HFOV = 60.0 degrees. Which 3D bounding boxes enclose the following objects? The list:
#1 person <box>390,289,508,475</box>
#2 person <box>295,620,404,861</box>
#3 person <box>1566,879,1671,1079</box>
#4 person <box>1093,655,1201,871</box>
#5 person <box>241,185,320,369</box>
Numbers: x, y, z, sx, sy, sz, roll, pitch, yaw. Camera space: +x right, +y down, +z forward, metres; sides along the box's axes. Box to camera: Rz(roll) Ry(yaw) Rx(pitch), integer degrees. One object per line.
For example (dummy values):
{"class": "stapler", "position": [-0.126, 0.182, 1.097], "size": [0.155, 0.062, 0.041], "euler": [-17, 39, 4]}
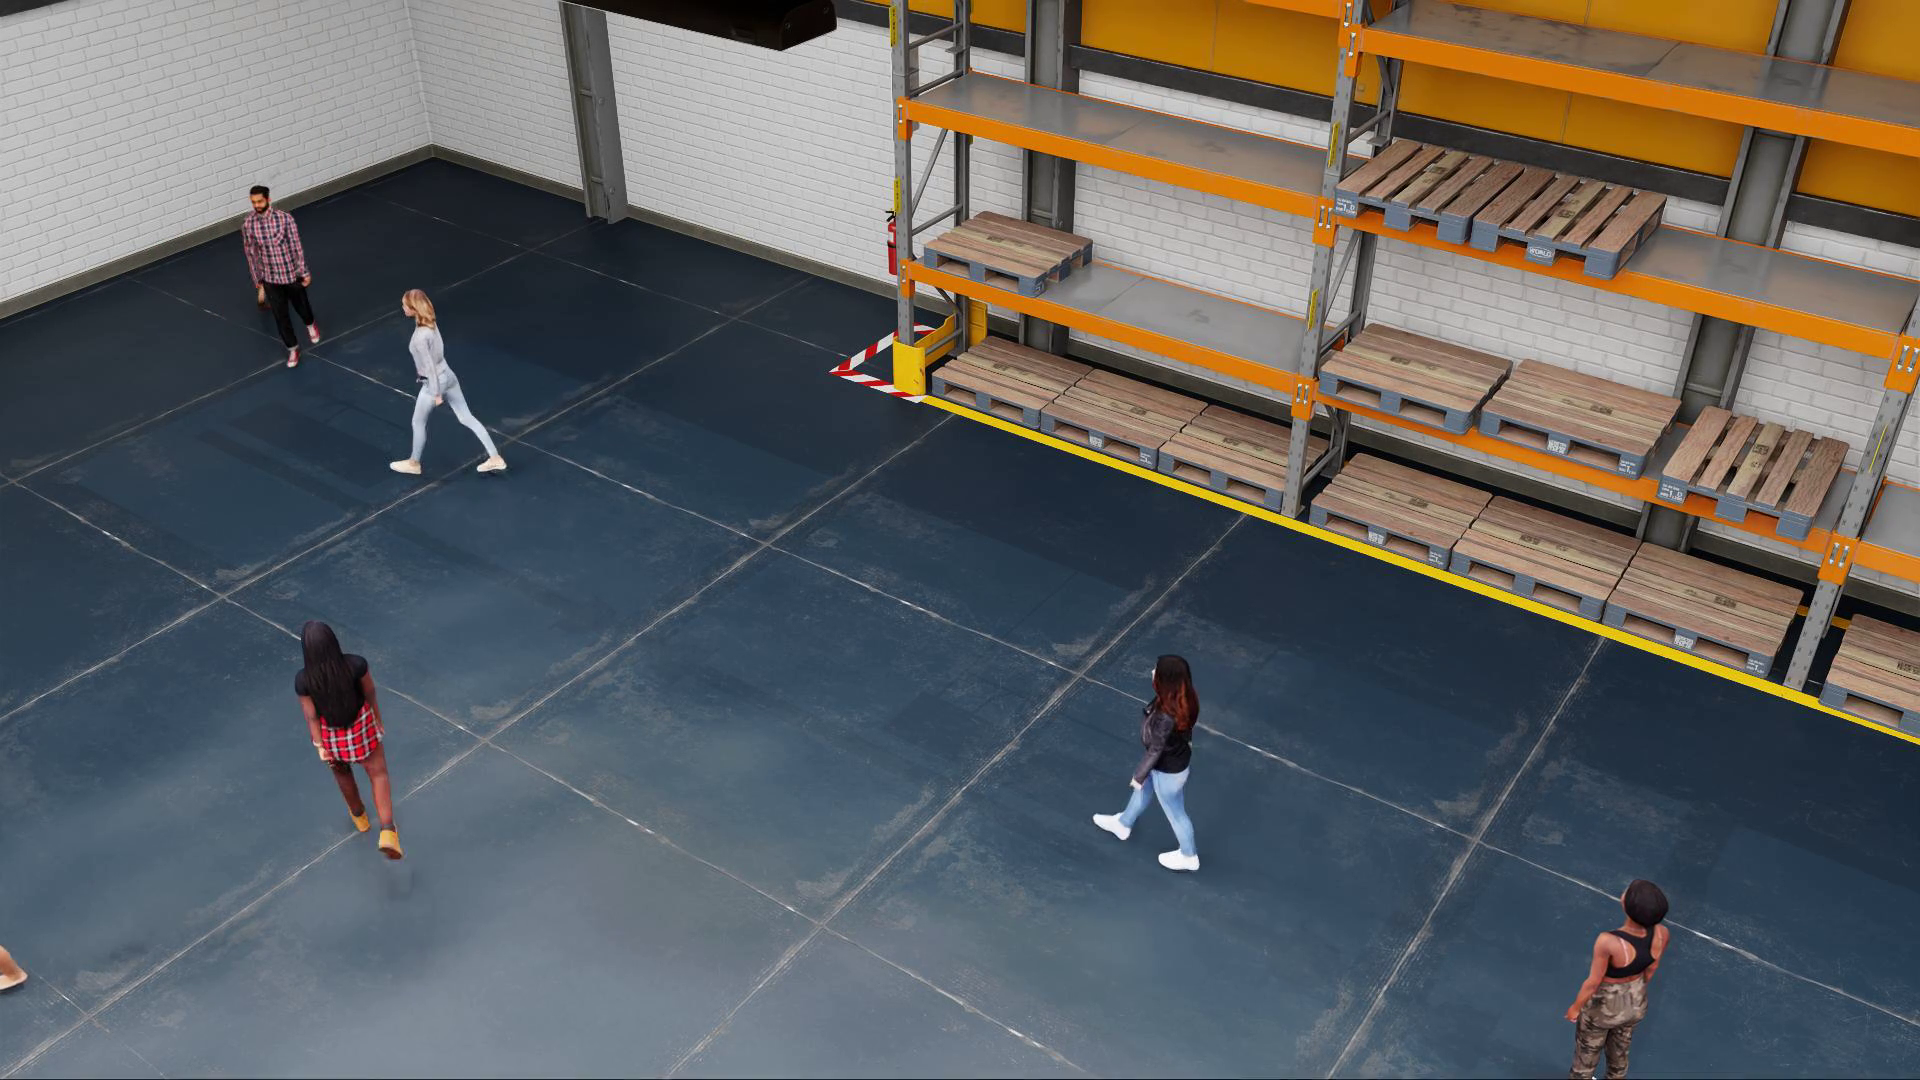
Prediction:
{"class": "person", "position": [-4.300, -1.282, 14.008], "size": [1.290, 1.738, 1.049], "euler": [1, 34, 2]}
{"class": "person", "position": [-3.727, 1.258, 10.218], "size": [0.920, 1.703, 1.111], "euler": [-15, 37, -22]}
{"class": "person", "position": [3.346, 2.383, 8.529], "size": [0.662, 1.701, 0.712], "euler": [-8, 34, -12]}
{"class": "person", "position": [1.342, 1.383, 10.117], "size": [1.042, 1.608, 0.819], "euler": [12, 36, 18]}
{"class": "person", "position": [-6.491, -2.578, 15.945], "size": [0.982, 1.753, 1.043], "euler": [-6, 34, -9]}
